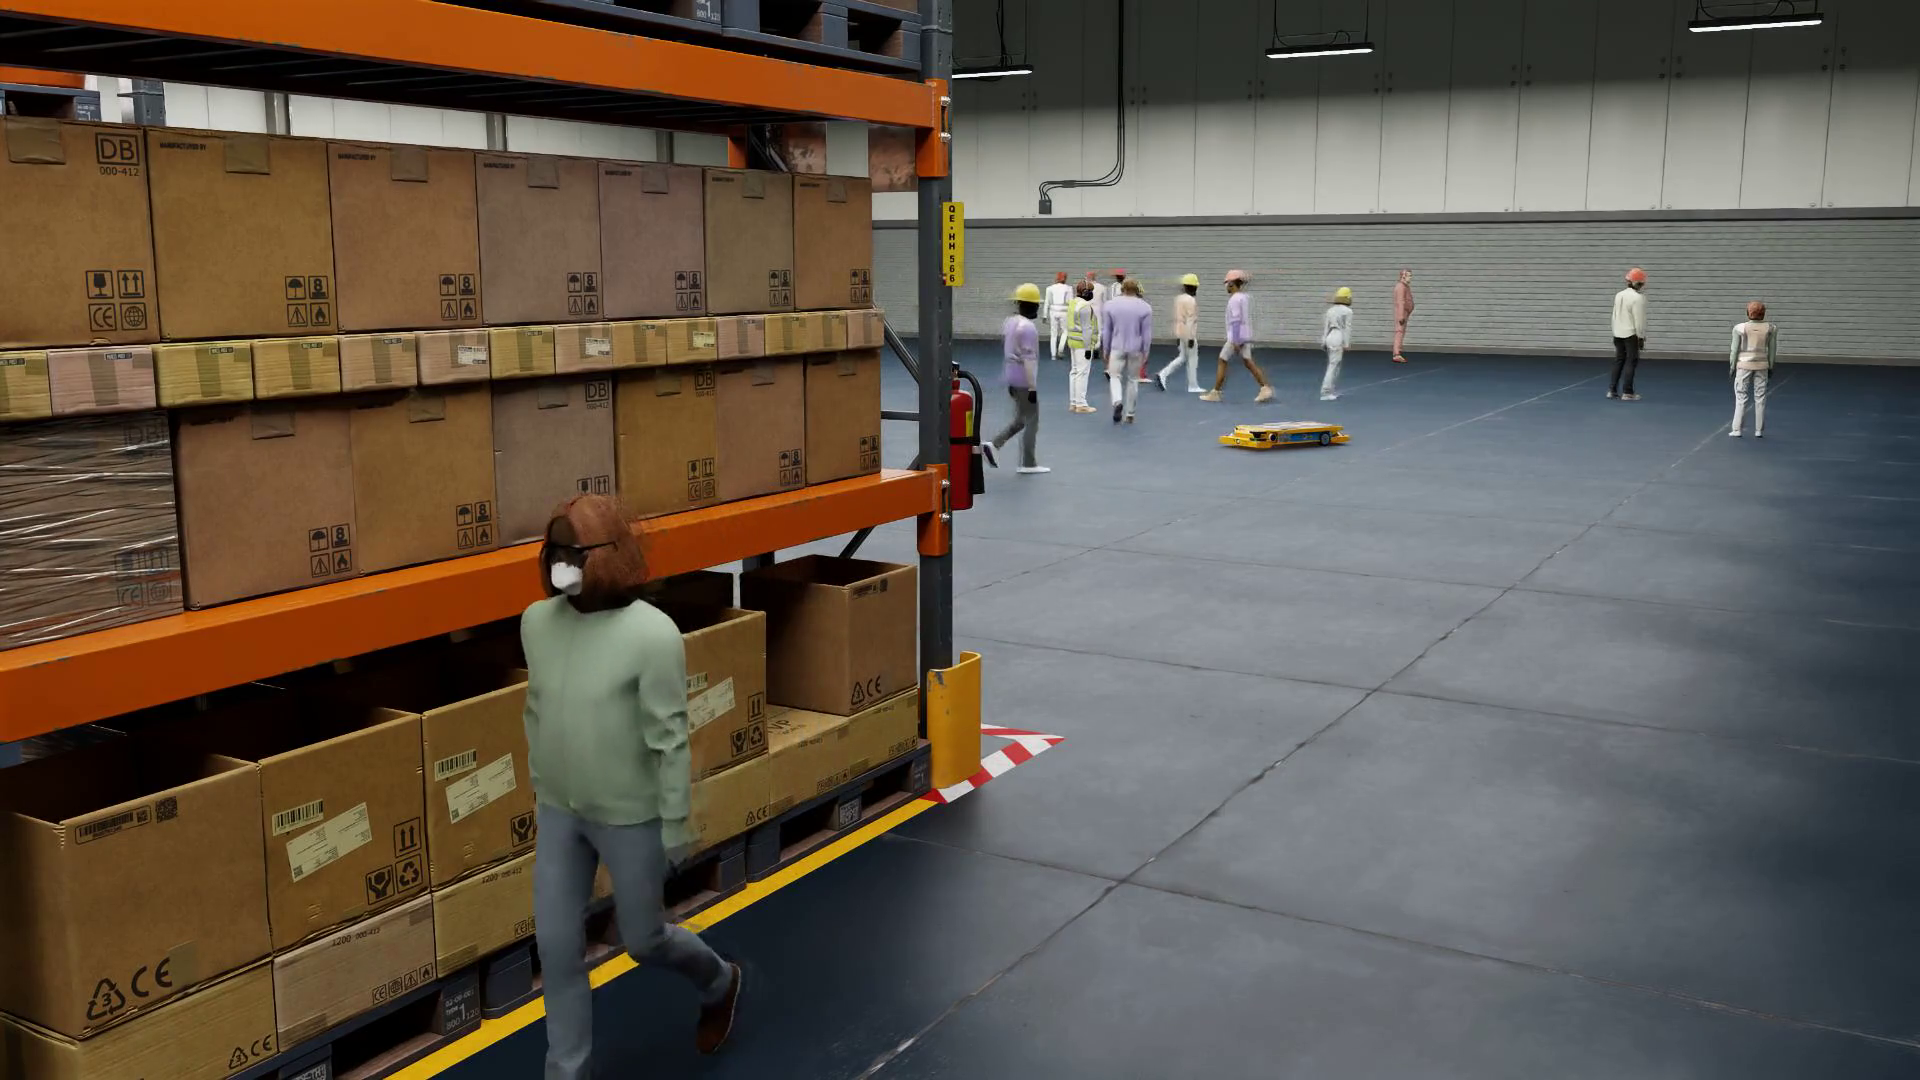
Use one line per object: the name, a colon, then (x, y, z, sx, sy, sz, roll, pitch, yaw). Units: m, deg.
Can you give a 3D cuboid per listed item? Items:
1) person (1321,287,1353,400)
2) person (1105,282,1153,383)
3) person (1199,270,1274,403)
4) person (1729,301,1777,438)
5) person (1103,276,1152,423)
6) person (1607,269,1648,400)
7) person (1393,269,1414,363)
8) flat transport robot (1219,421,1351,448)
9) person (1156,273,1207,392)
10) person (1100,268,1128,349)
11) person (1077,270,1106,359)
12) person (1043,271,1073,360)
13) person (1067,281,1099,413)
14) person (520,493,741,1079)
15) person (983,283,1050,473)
person: (5.744, -2.977, 25.251, 0.688, 1.698, 0.487, -5, 11, -26)
person: (2.900, -3.543, 28.480, 0.819, 1.742, 0.540, -4, 11, -24)
person: (4.169, -3.010, 24.699, 1.102, 1.991, 0.604, 5, 11, 26)
person: (9.511, -2.043, 19.971, 0.518, 1.640, 0.307, 2, 10, 10)
person: (2.161, -2.446, 21.493, 0.642, 1.925, 0.669, 1, 10, 6)
person: (10.153, -3.105, 25.274, 0.399, 1.980, 0.648, -2, 10, -13)
person: (9.104, -4.597, 34.147, 0.399, 1.908, 0.643, 3, 10, 16)
flat transport robot: (3.754, -1.222, 19.165, 1.431, 0.197, 0.652, -6, 11, -31)
person: (3.550, -3.286, 26.480, 0.744, 1.907, 0.591, -2, 10, -12)
person: (3.614, -5.390, 38.793, 0.823, 1.912, 0.555, 0, 10, -2)
person: (2.805, -4.794, 35.378, 0.639, 1.880, 0.881, 0, 10, 1)
person: (2.072, -4.709, 34.930, 0.707, 1.859, 0.562, 3, 10, 17)
person: (1.721, -2.692, 23.213, 0.428, 1.835, 0.627, -2, 10, -14)
person: (-0.853, 0.668, 4.196, 0.504, 1.612, 0.704, 5, 11, 28)
person: (0.585, -1.597, 16.574, 0.588, 1.906, 0.599, -3, 10, -20)
